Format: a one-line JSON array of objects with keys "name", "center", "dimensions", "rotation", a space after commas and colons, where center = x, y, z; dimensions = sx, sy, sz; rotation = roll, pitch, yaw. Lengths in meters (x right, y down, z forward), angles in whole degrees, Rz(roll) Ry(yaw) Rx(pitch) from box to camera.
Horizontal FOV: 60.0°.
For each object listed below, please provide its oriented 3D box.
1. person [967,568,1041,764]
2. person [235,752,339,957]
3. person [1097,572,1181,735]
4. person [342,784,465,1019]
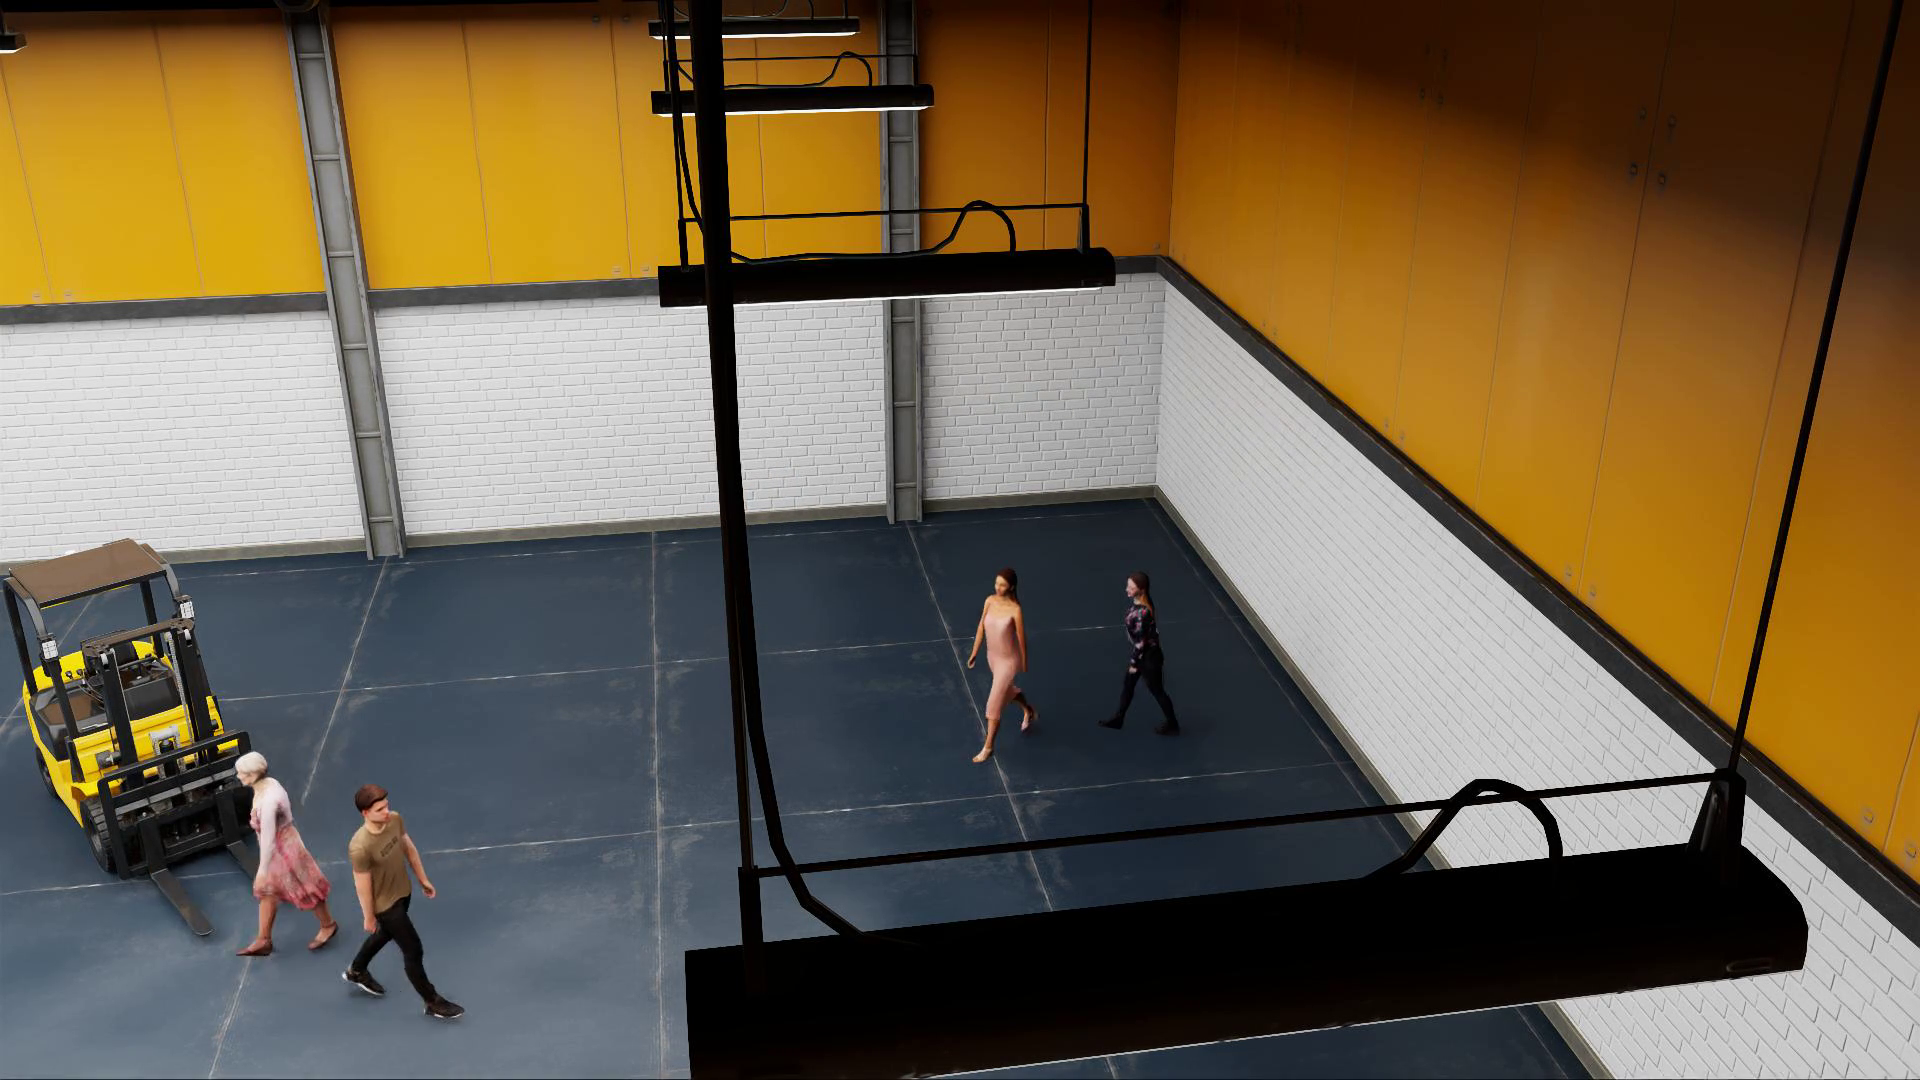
[{"name": "person", "center": [0.451, 1.058, 14.808], "dimensions": [1.196, 1.793, 0.976], "rotation": [-20, 30, -38]}, {"name": "person", "center": [-4.859, 2.281, 12.181], "dimensions": [1.051, 1.656, 0.878], "rotation": [-18, 29, -35]}, {"name": "person", "center": [1.766, 1.038, 15.040], "dimensions": [1.006, 1.643, 0.669], "rotation": [1, 24, 2]}, {"name": "person", "center": [-4.027, 2.475, 11.535], "dimensions": [1.317, 1.818, 1.002], "rotation": [5, 24, 11]}]
